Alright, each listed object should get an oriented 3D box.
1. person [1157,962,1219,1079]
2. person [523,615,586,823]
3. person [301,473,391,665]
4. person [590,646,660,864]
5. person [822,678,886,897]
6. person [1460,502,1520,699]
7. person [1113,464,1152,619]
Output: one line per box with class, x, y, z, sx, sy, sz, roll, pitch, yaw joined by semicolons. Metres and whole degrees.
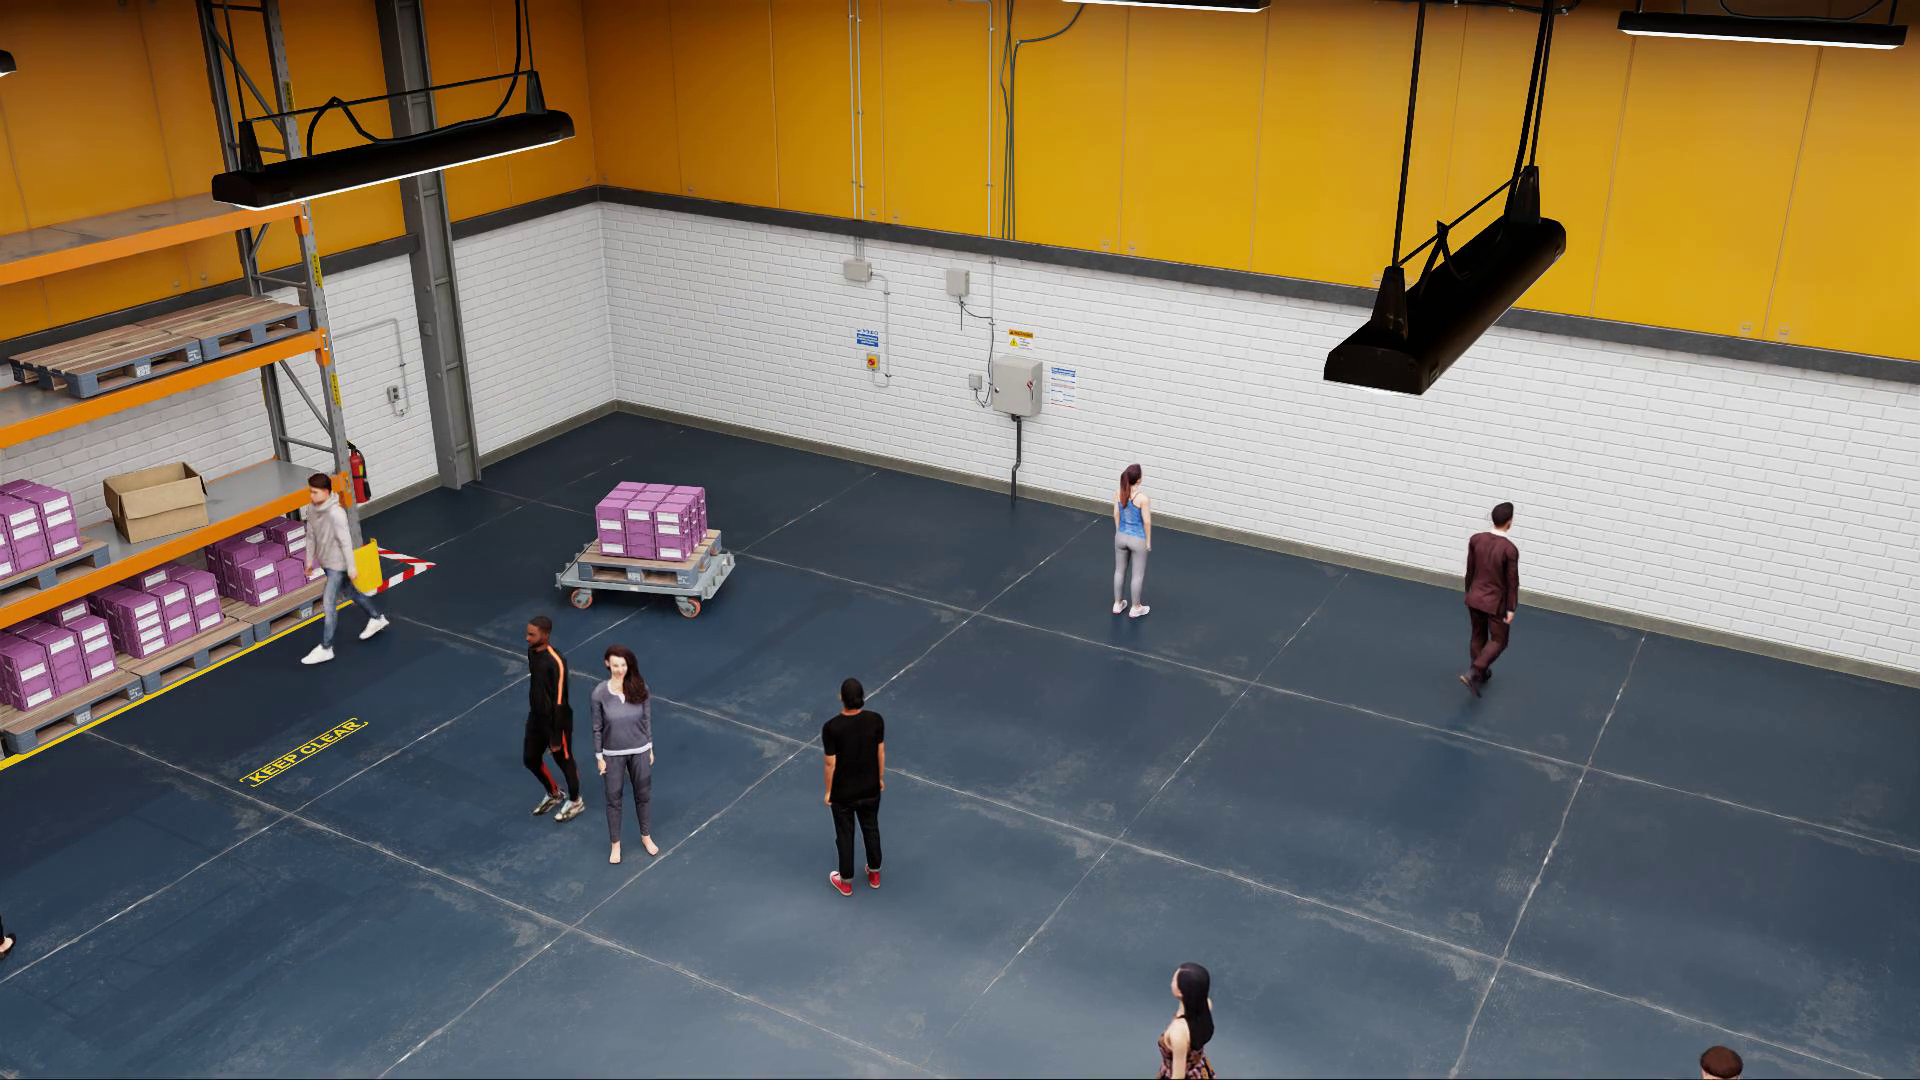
person;1.244;3.085;9.269;0.701;1.774;0.581;13;27;27
person;-3.142;1.390;13.123;0.672;1.793;0.680;18;29;35
person;-5.852;0.213;15.800;0.791;1.806;1.263;16;28;33
person;-2.554;1.607;12.657;0.656;1.768;0.751;-10;26;-22
person;-0.771;1.802;12.223;0.699;1.759;0.785;-10;26;-22
person;4.732;0.558;14.954;1.055;1.851;0.883;-20;30;-38
person;1.707;-0.004;16.540;0.577;1.610;0.566;16;28;32
